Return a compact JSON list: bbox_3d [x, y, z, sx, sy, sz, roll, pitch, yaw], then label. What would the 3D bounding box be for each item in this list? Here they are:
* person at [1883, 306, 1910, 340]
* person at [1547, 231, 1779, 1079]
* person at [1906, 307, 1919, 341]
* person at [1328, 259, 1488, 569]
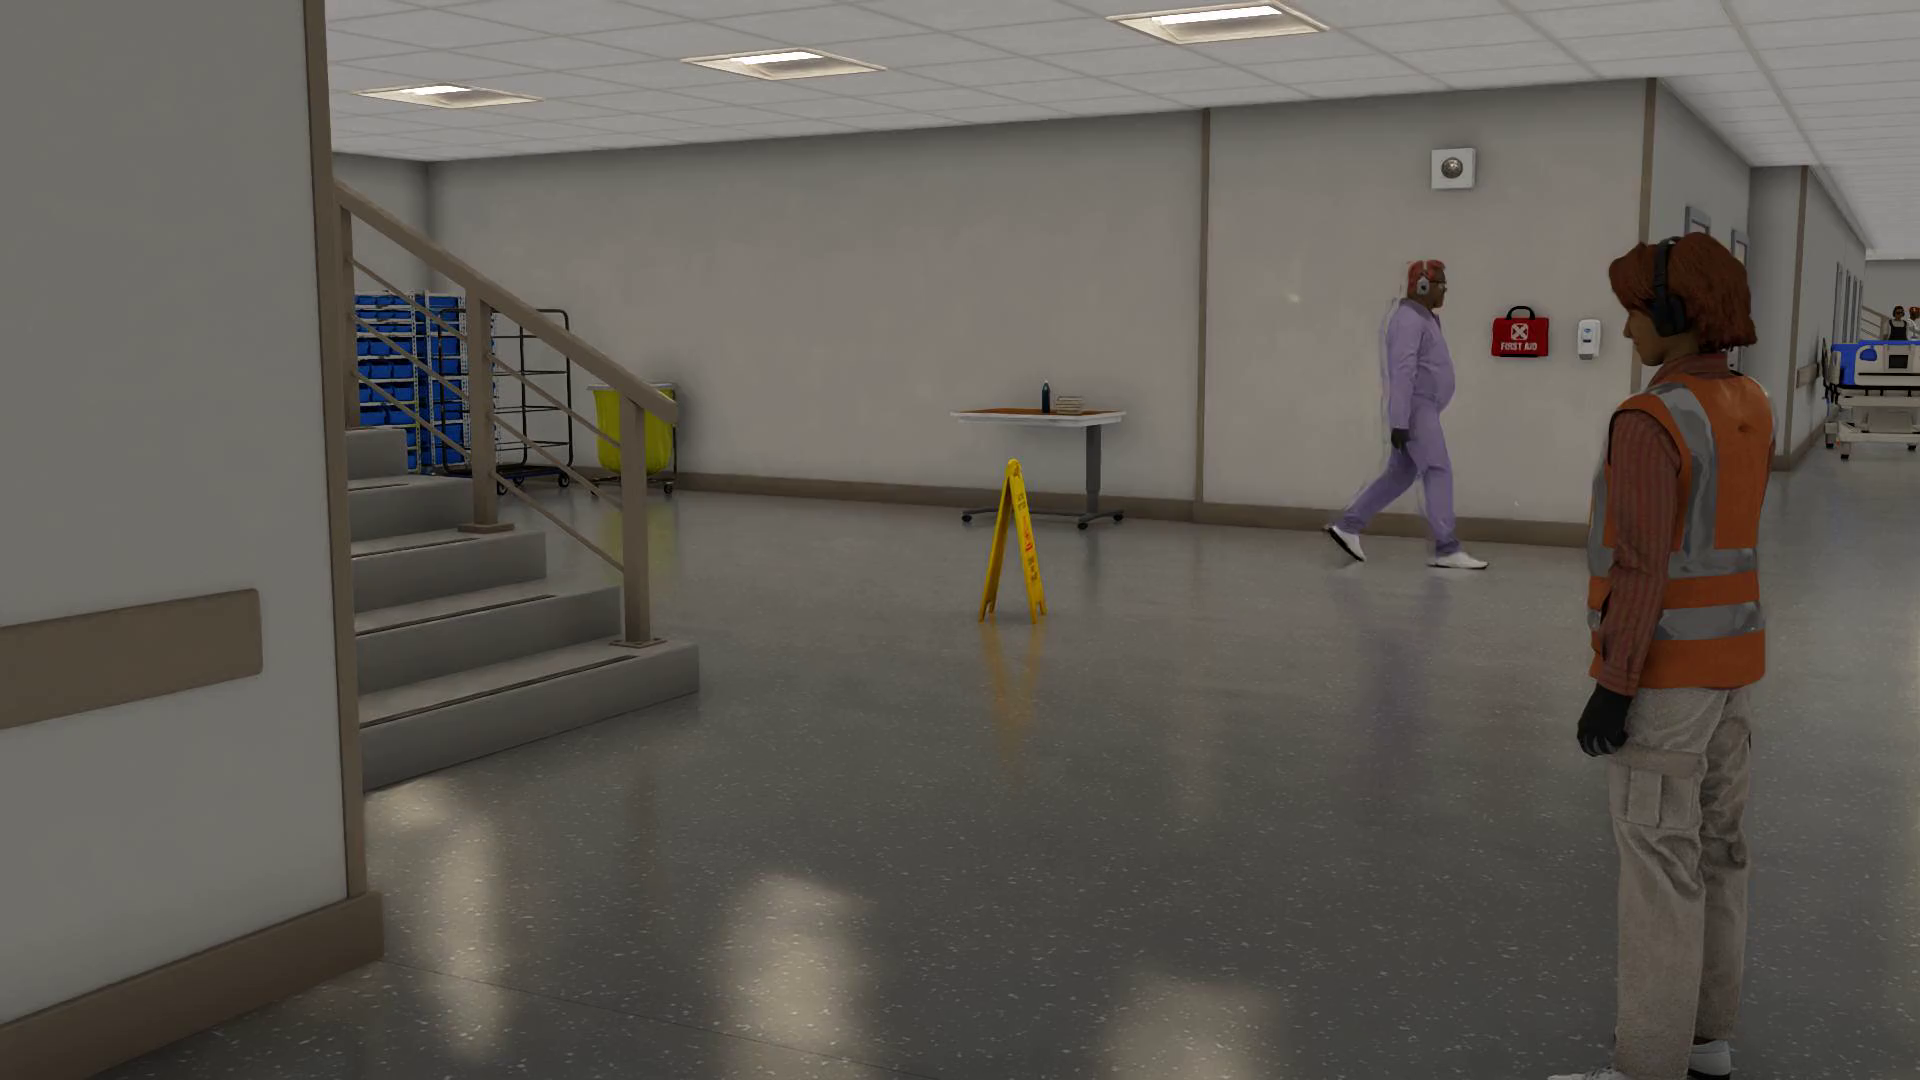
[{"bbox_3d":[19.231,-3.885,34.187,0.508,1.846,0.345,1,7,6],"label":"person"},{"bbox_3d":[1.329,0.258,3.100,0.511,1.640,0.308,-7,10,-44],"label":"person"},{"bbox_3d":[22.001,-4.463,38.539,0.354,1.875,0.575,6,9,37],"label":"person"},{"bbox_3d":[2.727,-0.767,10.104,0.931,1.865,0.656,3,8,21],"label":"person"}]
